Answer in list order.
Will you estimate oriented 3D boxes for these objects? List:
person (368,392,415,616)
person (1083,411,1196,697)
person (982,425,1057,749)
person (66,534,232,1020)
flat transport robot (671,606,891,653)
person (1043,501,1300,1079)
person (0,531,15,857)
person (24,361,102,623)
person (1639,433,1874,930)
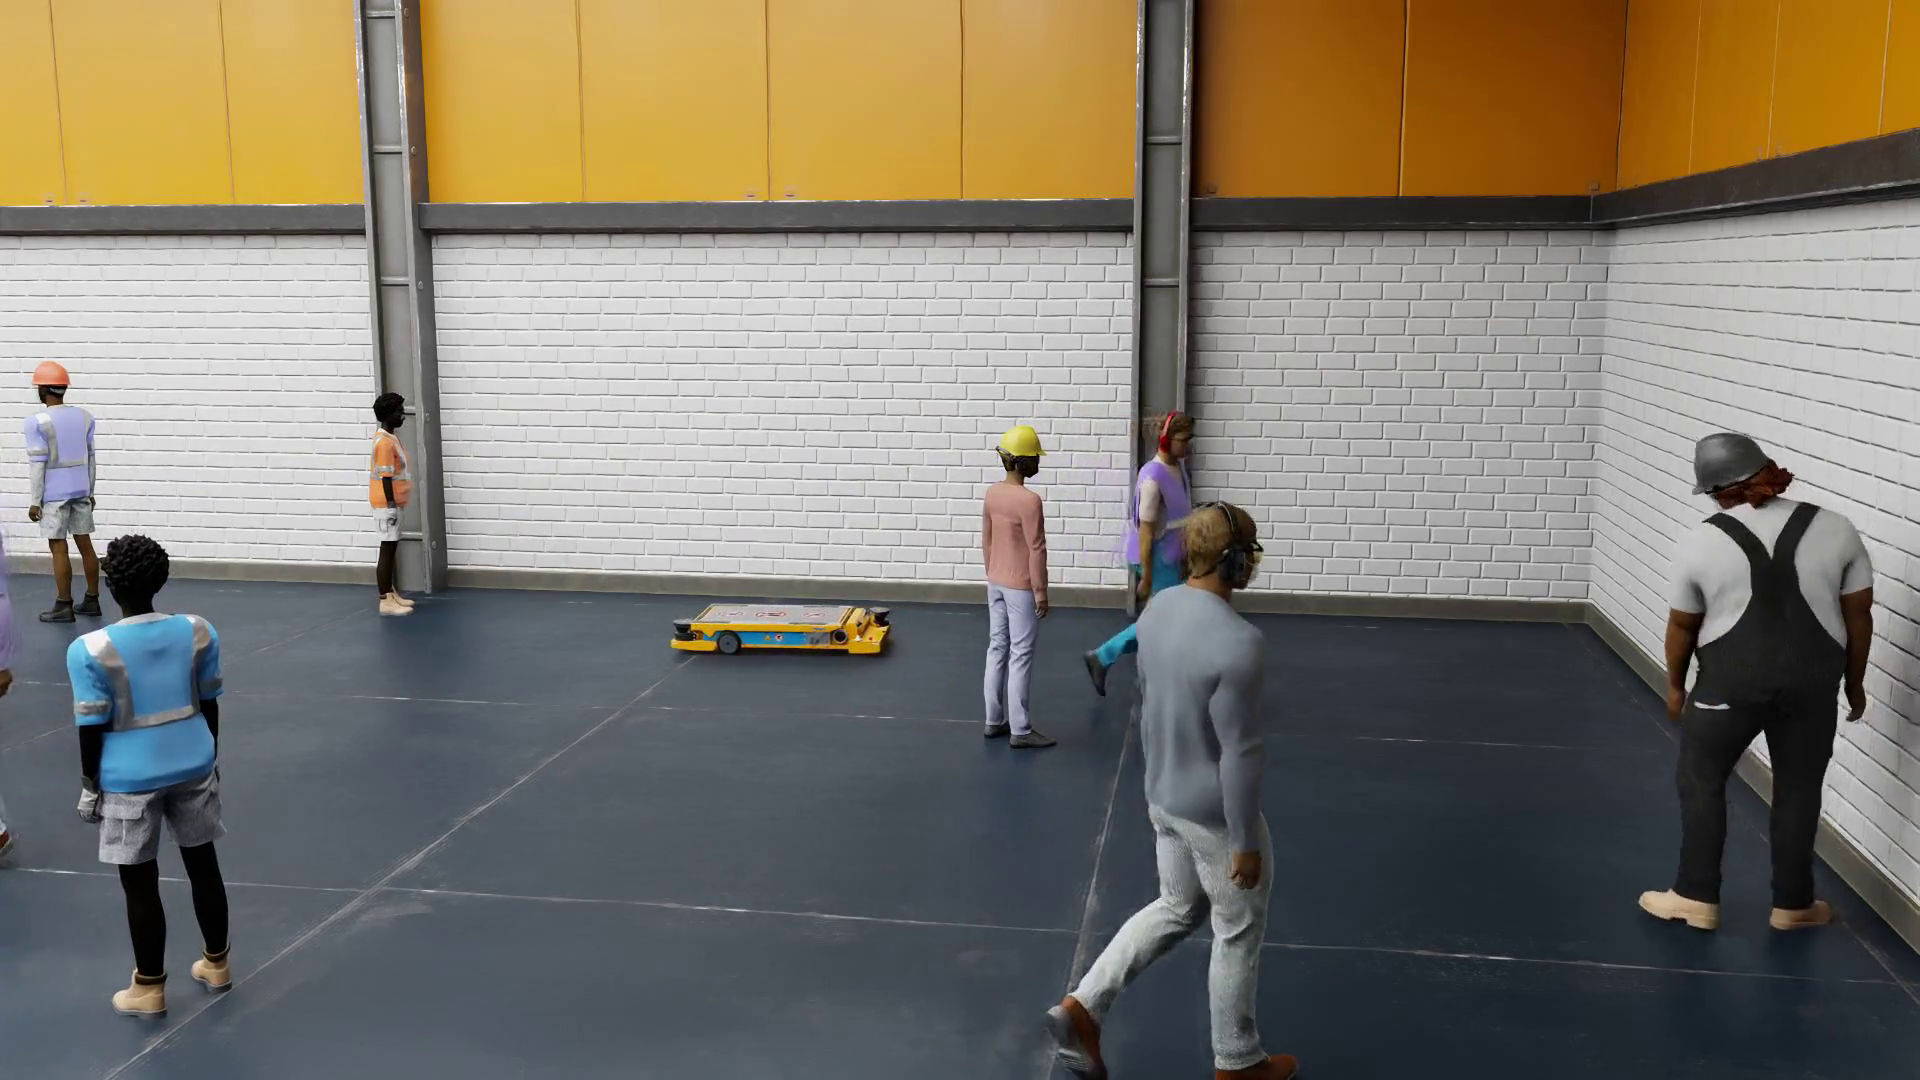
[{"bbox_3d":[-4.315,-0.273,12.614,0.318,1.691,0.534,-3,10,-17],"label":"person"},{"bbox_3d":[1.106,0.138,9.701,0.730,1.810,0.606,3,10,17],"label":"person"},{"bbox_3d":[0.322,0.255,9.124,0.311,1.768,0.533,-6,11,-31],"label":"person"},{"bbox_3d":[-2.826,0.823,5.826,0.321,1.696,0.537,7,11,36],"label":"person"},{"bbox_3d":[-1.227,0.608,11.539,1.431,0.197,0.652,1,9,4],"label":"flat transport robot"},{"bbox_3d":[0.691,0.827,5.141,0.771,1.917,0.636,-4,10,-22],"label":"person"},{"bbox_3d":[-4.380,0.504,7.087,0.644,1.923,0.470,4,10,26],"label":"person"},{"bbox_3d":[-6.671,-0.353,12.343,0.361,1.938,0.546,4,10,22],"label":"person"},{"bbox_3d":[3.153,0.529,6.586,0.782,2.000,0.534,3,10,18],"label":"person"}]
